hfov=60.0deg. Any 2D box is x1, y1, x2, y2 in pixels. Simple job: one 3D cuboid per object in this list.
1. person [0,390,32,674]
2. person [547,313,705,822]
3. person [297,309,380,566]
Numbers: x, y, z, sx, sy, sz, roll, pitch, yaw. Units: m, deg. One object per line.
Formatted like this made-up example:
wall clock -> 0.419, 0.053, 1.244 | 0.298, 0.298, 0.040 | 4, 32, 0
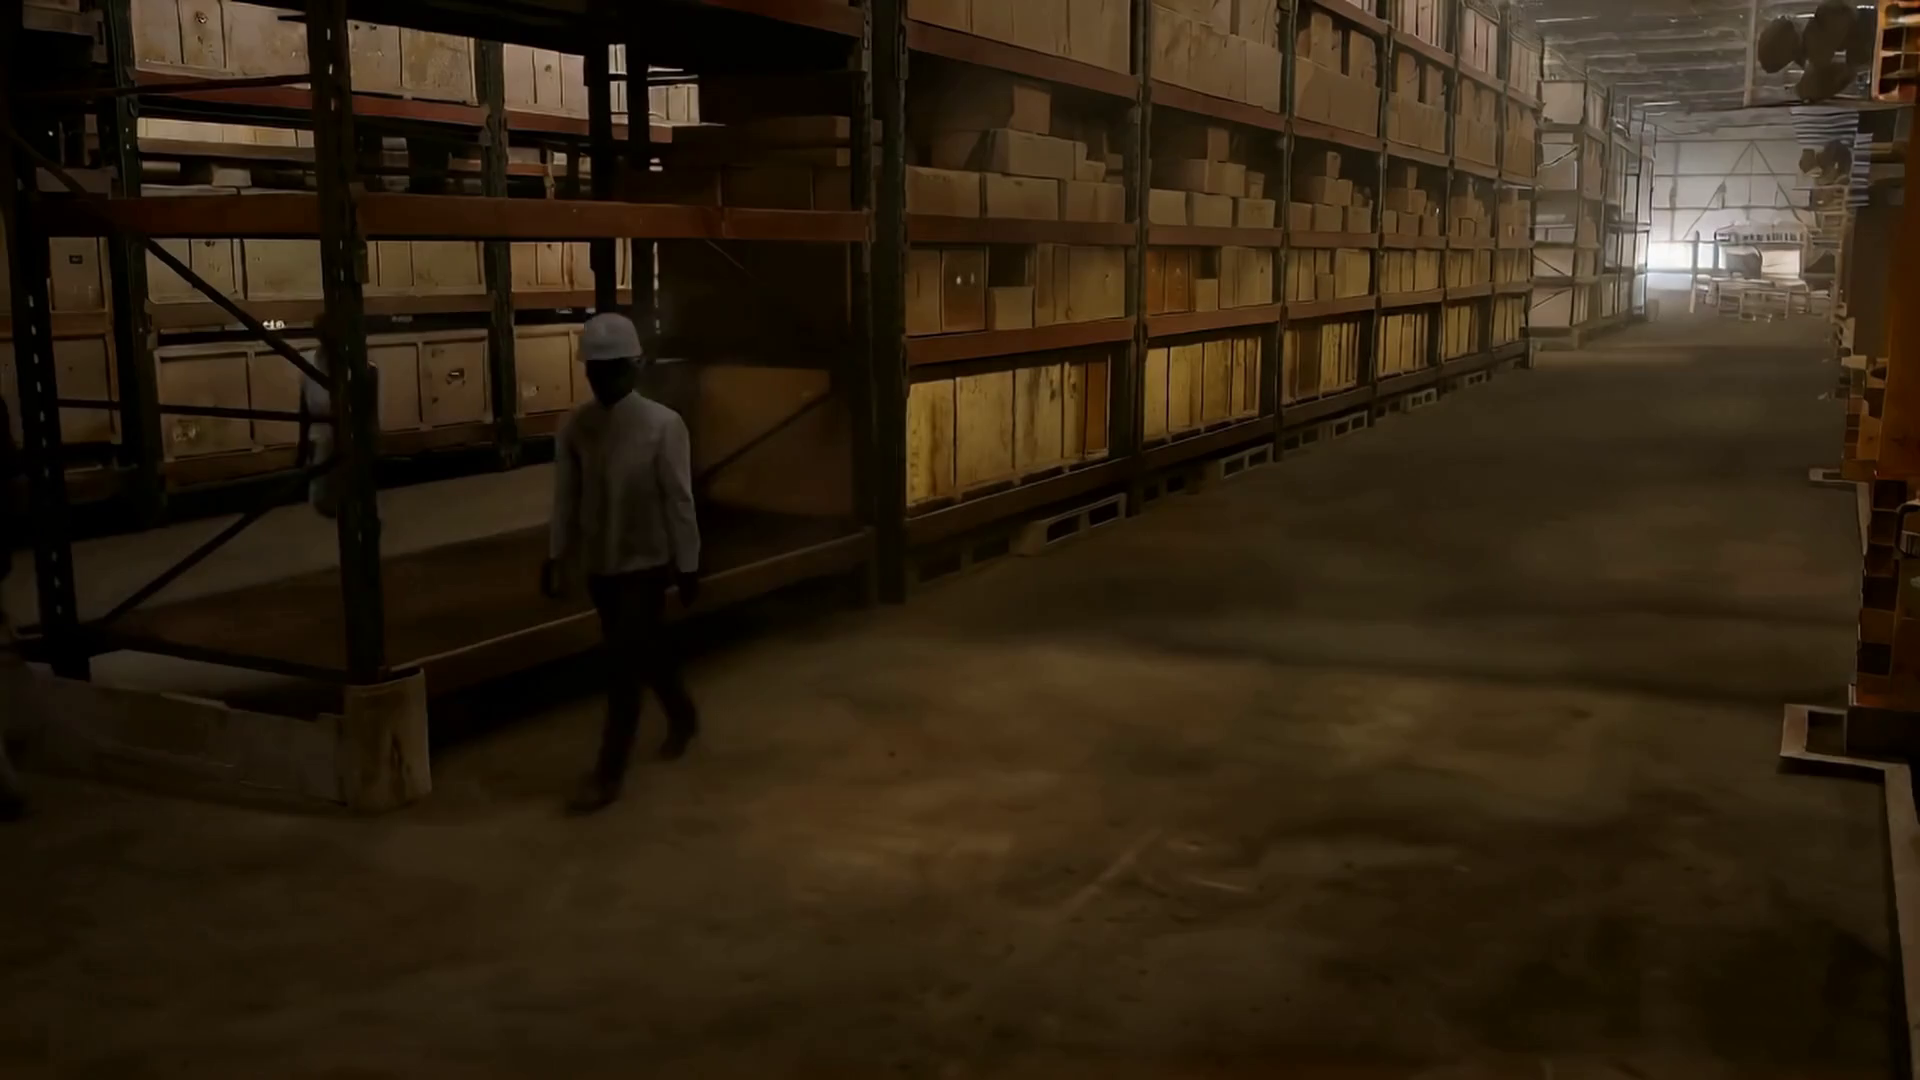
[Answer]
person -> -4.976, -0.147, 8.196 | 0.639, 1.860, 0.993 | 3, 10, 14
person -> -1.333, 0.063, 6.680 | 0.643, 1.956, 1.010 | 5, 11, 28
person -> -4.068, -0.627, 11.022 | 0.591, 1.826, 0.601 | 3, 10, 17
